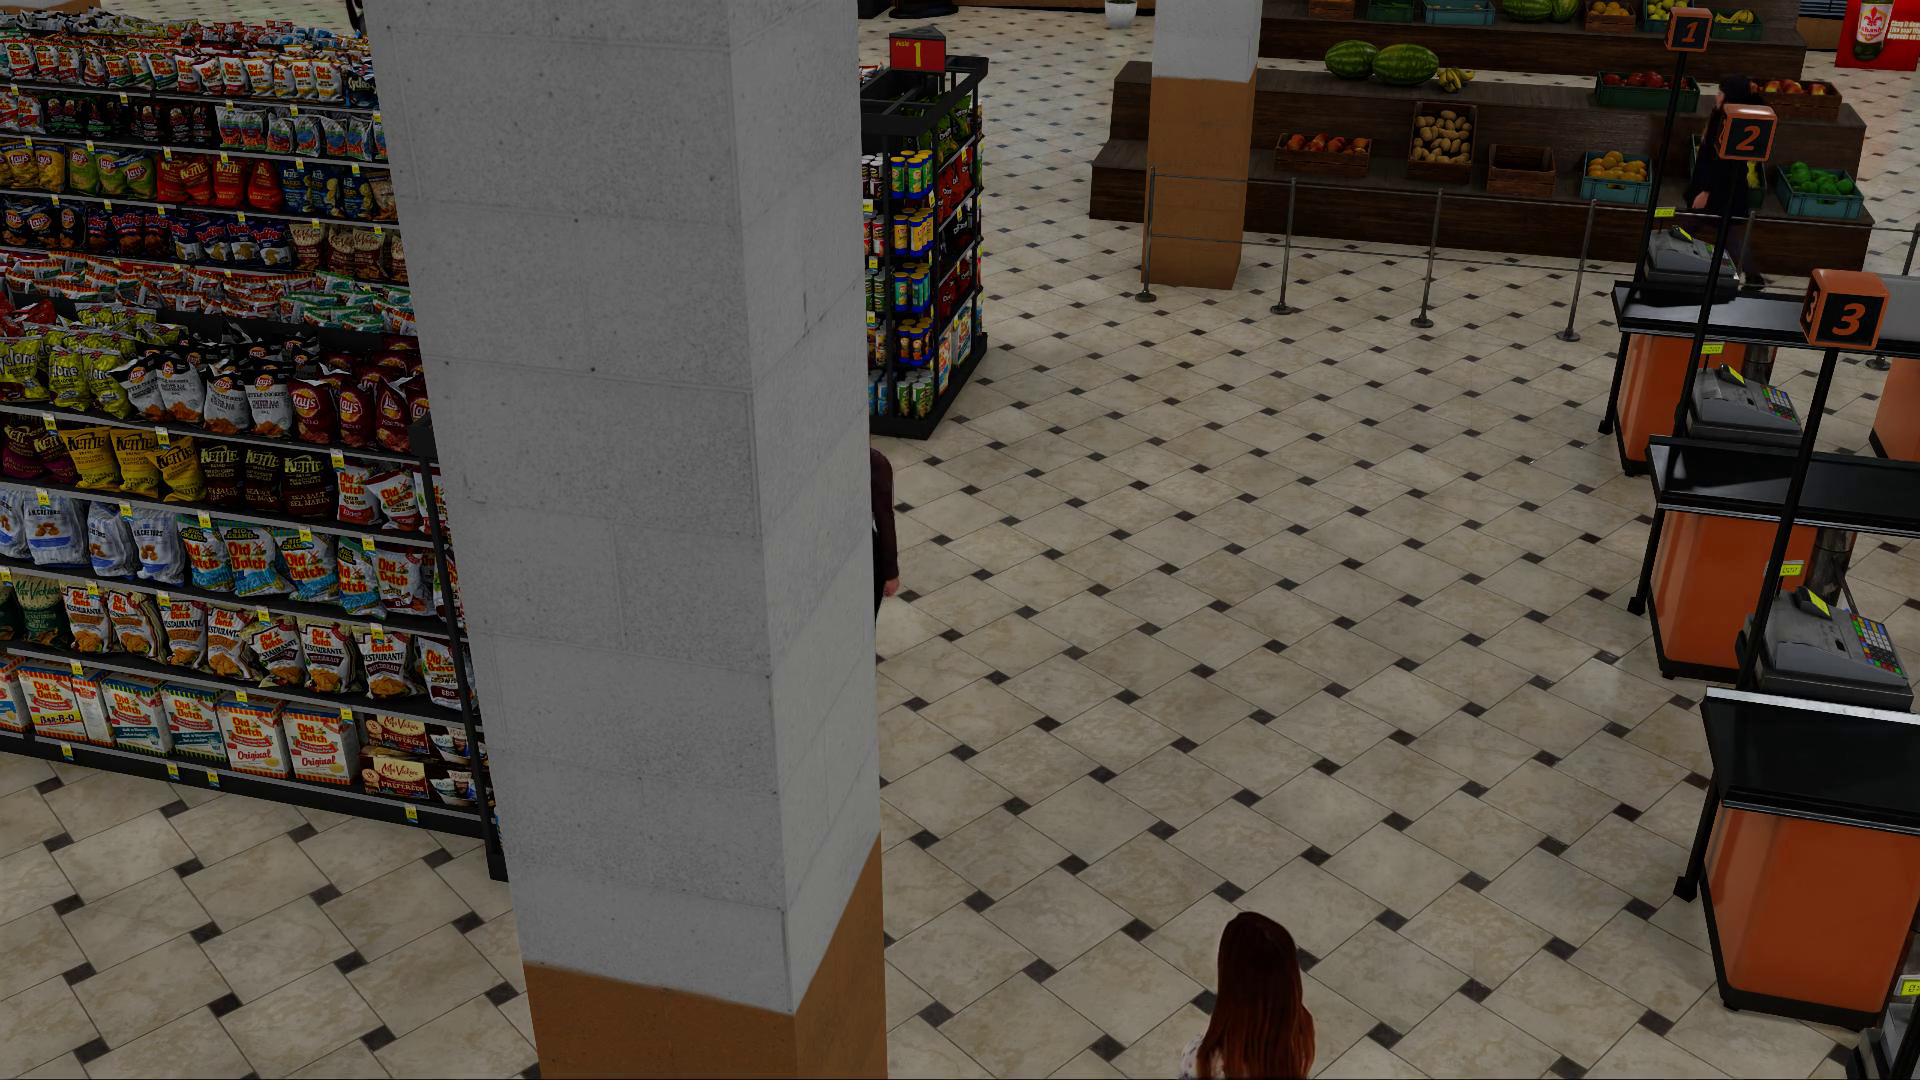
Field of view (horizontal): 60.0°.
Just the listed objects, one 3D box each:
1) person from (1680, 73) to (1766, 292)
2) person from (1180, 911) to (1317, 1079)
[{"bbox_3d":[5.548,-2.484,11.951,1.108,1.640,0.733,4,29,6],"label":"person"},{"bbox_3d":[0.721,1.653,4.282,0.630,1.728,0.697,-14,32,-24],"label":"person"}]
